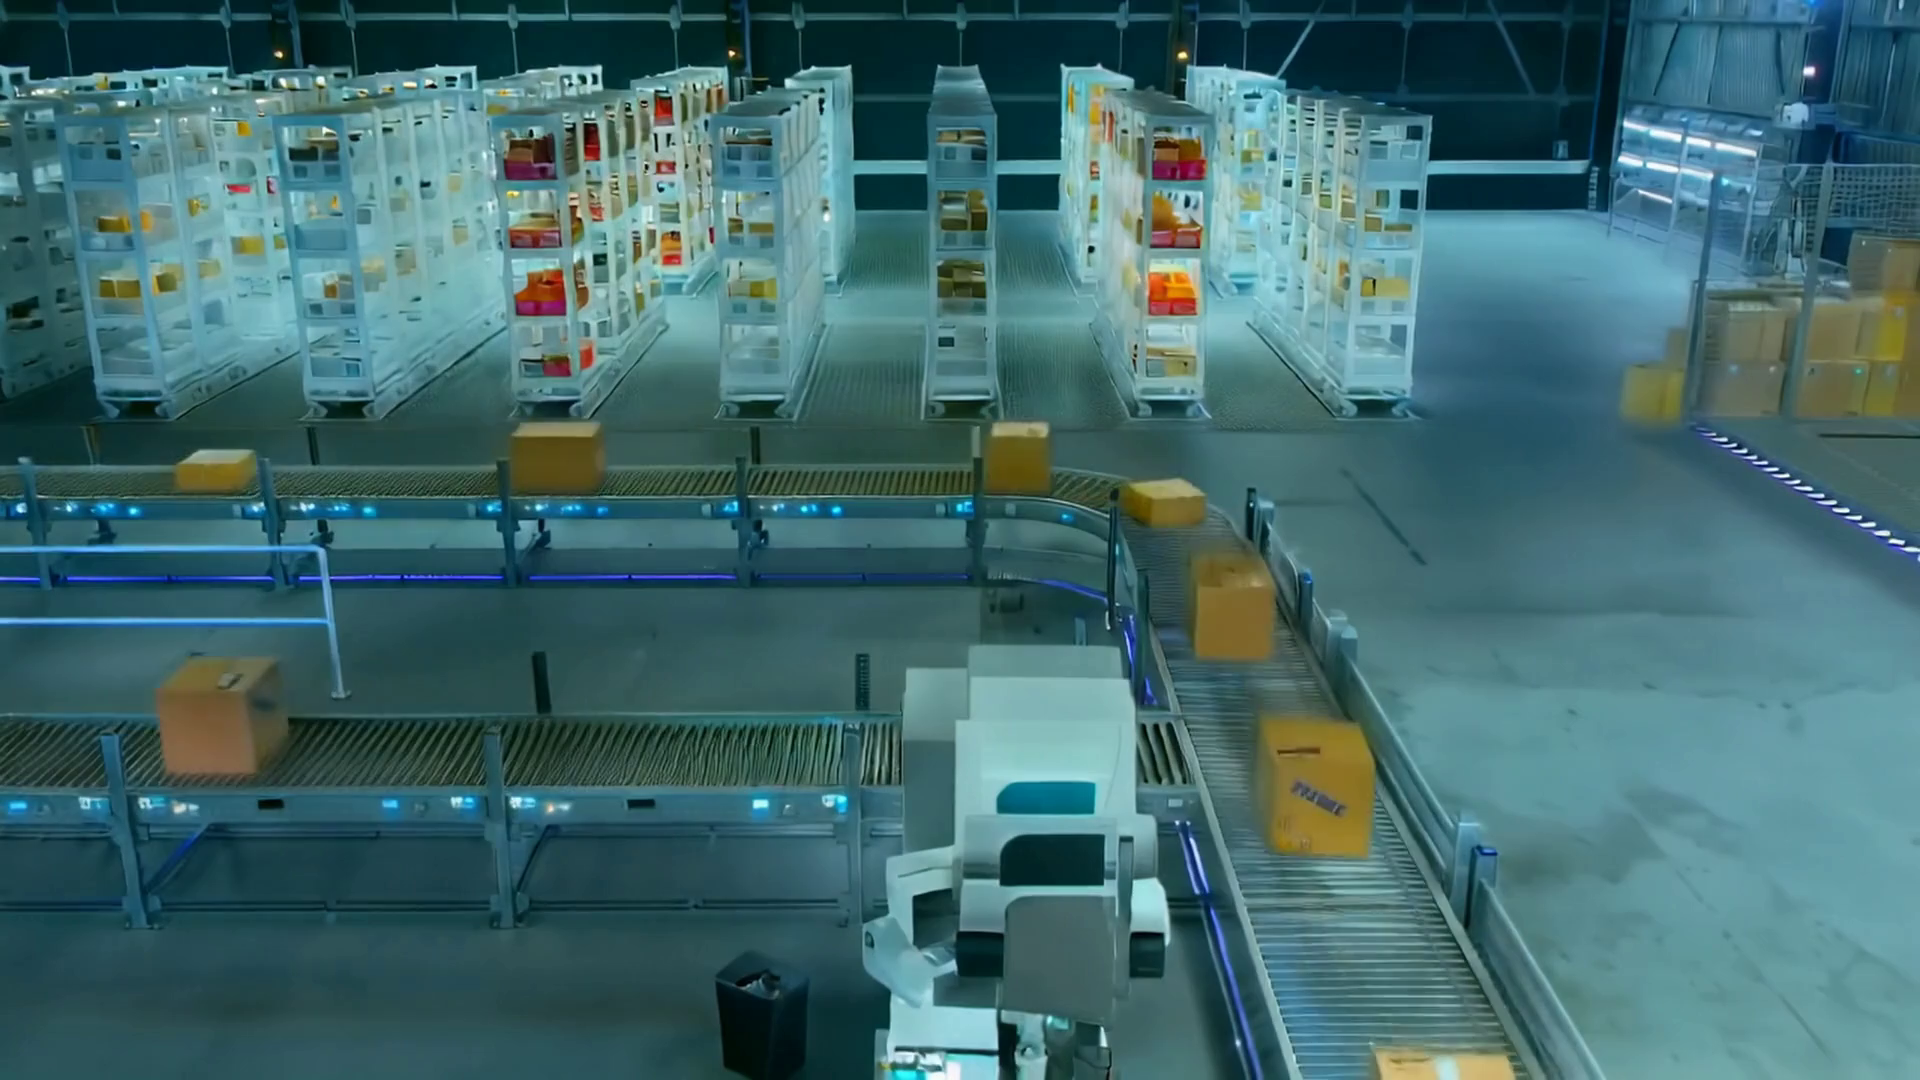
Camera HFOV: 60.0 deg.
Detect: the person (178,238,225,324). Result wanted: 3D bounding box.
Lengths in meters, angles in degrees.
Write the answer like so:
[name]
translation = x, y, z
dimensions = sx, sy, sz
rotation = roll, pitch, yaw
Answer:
[person]
translation = -11.040, -3.809, 24.290
dimensions = 0.607, 1.914, 0.952
rotation = -1, 18, -2
